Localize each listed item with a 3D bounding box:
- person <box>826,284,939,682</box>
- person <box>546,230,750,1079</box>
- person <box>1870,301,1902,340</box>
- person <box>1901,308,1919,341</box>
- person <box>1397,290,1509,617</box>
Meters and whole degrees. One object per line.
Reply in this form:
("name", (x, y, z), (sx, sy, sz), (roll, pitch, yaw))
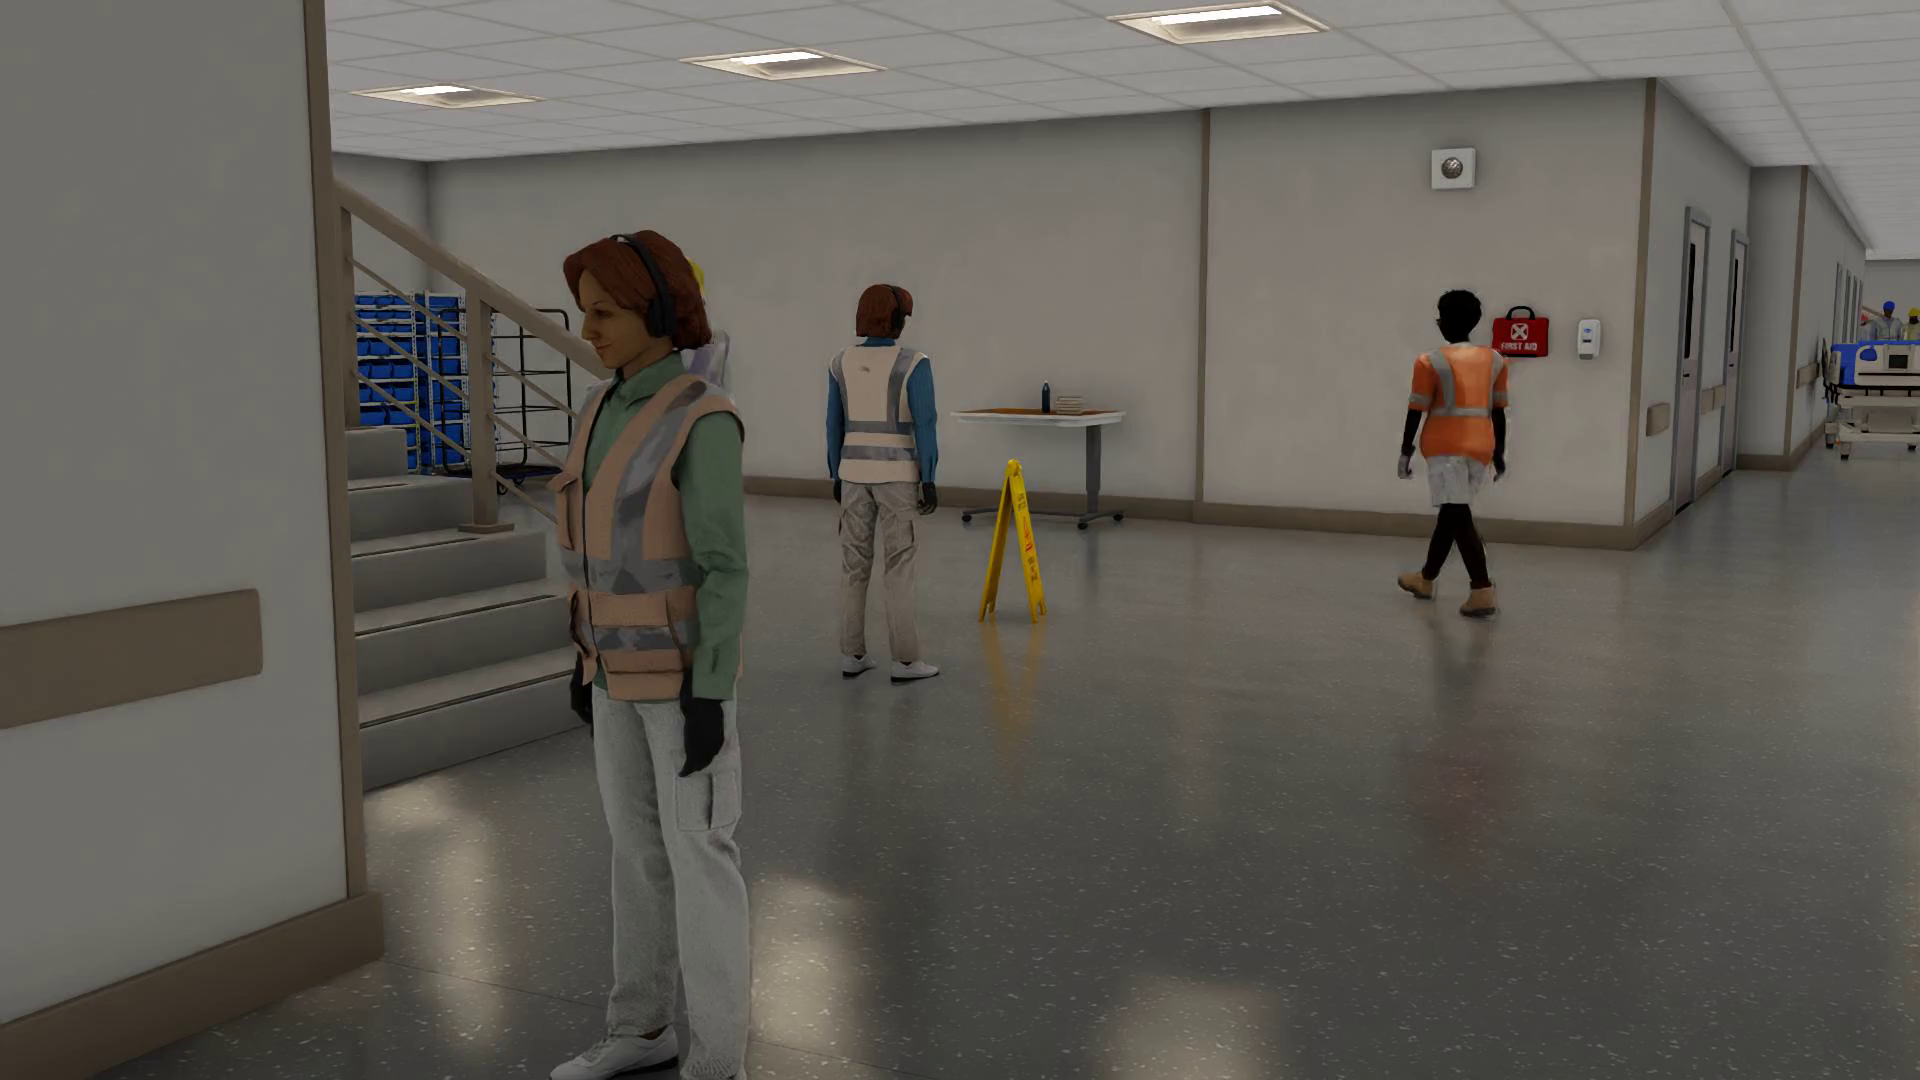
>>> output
("person", (-0.322, -0.234, 6.888), (0.521, 1.639, 0.311), (4, 9, 31))
("person", (-0.561, 0.264, 3.056), (0.313, 1.640, 0.513), (-6, 9, -39))
("person", (19.250, -3.988, 34.596), (0.614, 1.944, 0.395), (1, 8, 9))
("person", (20.761, -4.136, 36.237), (0.405, 1.824, 0.585), (-4, 9, -31))
("person", (2.526, -0.453, 8.530), (0.546, 1.648, 0.896), (-3, 8, -20))
